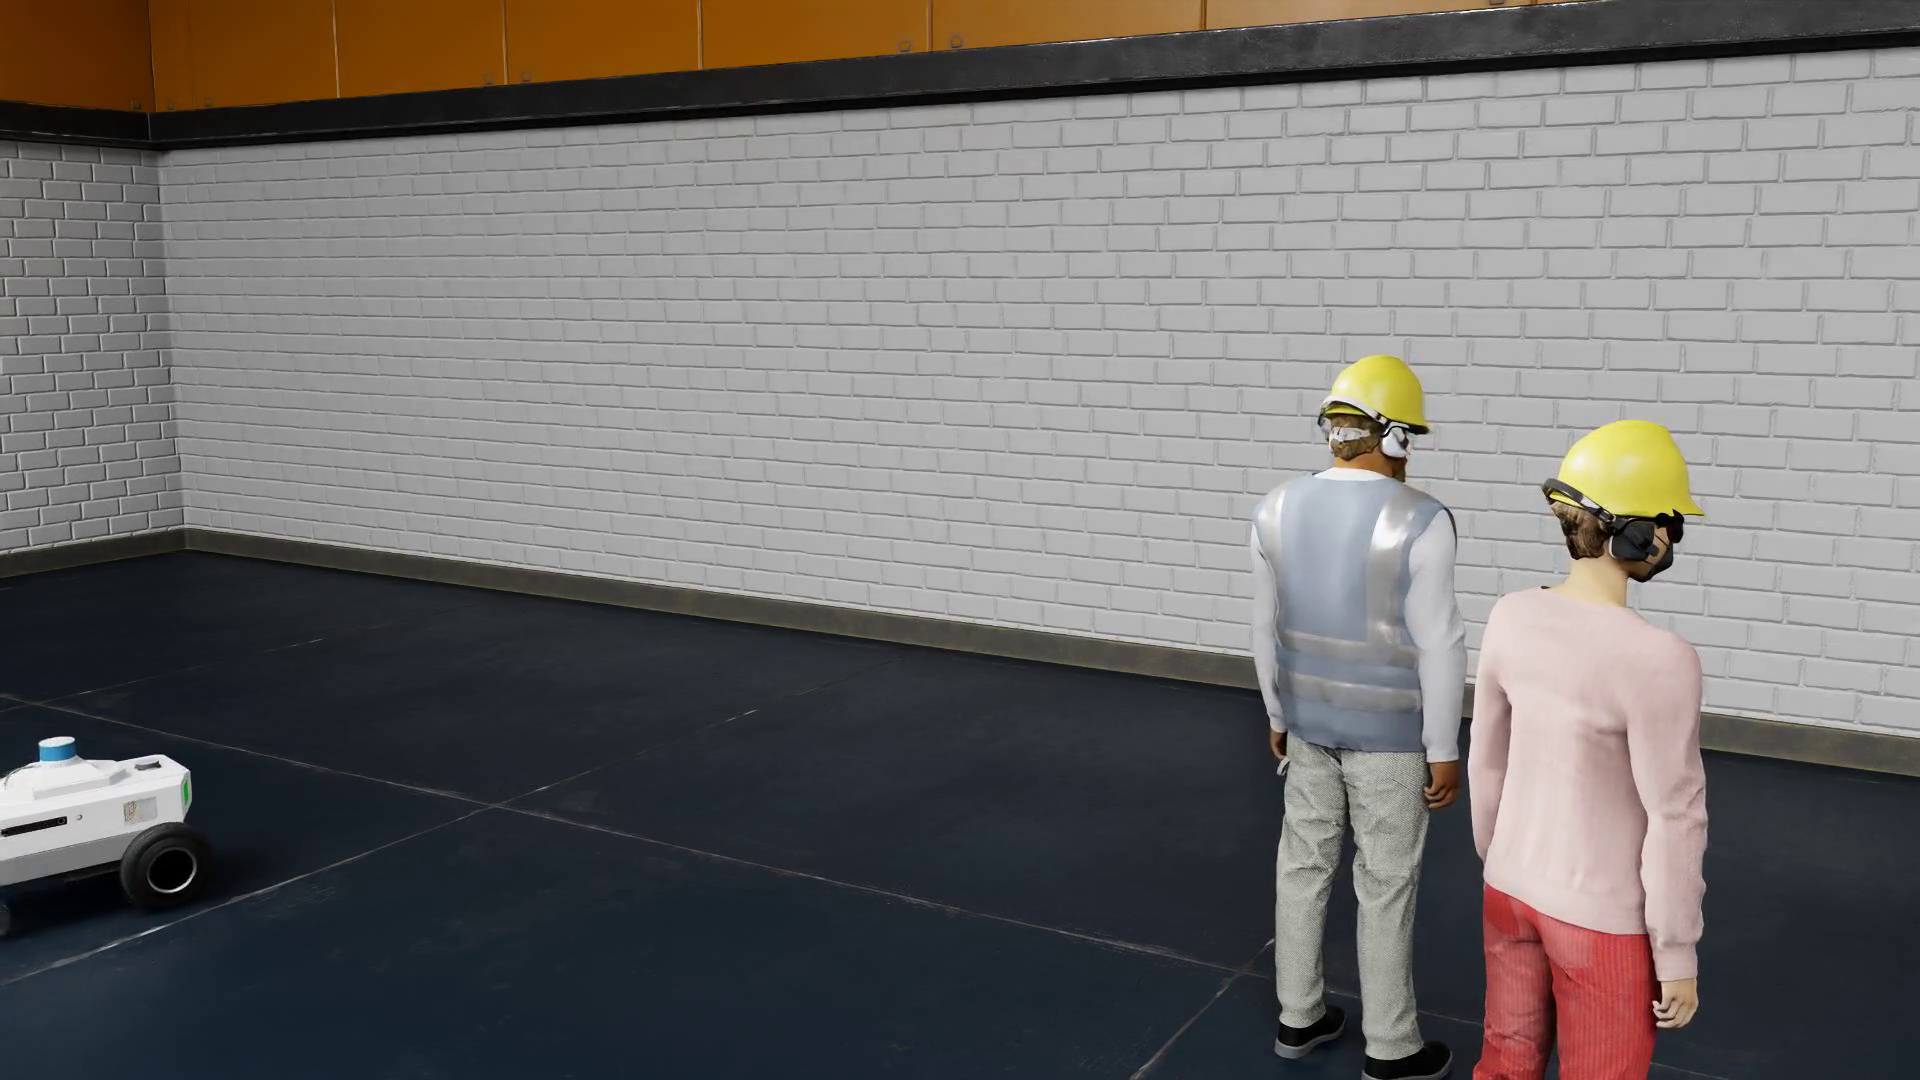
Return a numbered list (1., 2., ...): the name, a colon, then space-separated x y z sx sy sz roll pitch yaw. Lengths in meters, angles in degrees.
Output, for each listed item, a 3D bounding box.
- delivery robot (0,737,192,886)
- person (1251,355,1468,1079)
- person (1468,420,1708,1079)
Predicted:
1. delivery robot: -2.832 0.866 5.248 0.707 0.478 0.477 -9 13 -43
2. person: 1.009 0.453 4.172 0.403 1.823 0.586 -8 12 -41
3. person: 1.146 0.664 3.033 0.326 1.767 0.533 -3 10 -21
